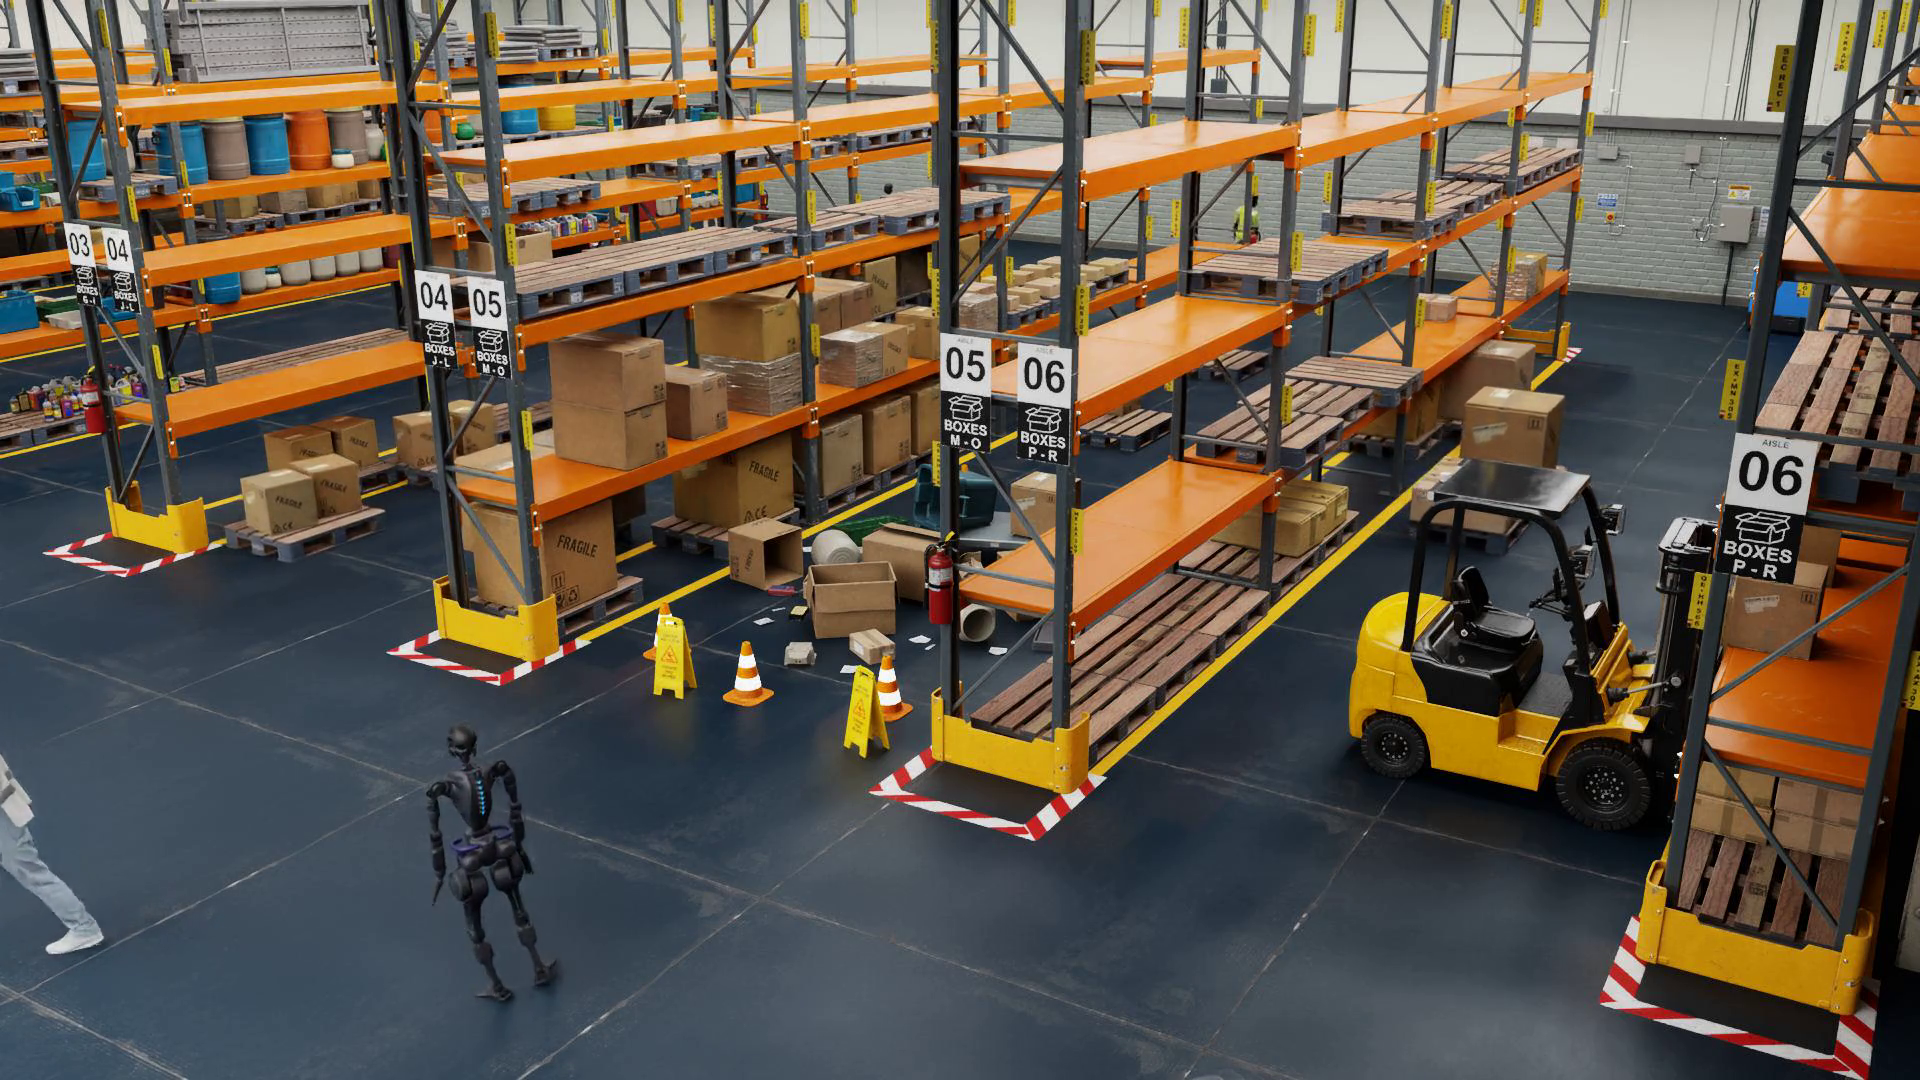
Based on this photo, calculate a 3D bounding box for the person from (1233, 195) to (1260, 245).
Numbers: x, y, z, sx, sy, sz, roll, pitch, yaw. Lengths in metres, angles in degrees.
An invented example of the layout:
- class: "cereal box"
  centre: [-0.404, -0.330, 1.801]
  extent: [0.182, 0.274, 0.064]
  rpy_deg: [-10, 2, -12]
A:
- class: "person"
  centre: [5.226, -5.545, 30.537]
  extent: [0.362, 1.660, 0.634]
  rpy_deg: [-14, 23, -34]

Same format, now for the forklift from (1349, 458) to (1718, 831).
- class: "forklift"
  centre: [3.988, 0.658, 11.776]
  extent: [2.313, 2.155, 1.214]
  rpy_deg: [11, 22, 29]

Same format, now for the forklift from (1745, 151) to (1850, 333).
- class: "forklift"
  centre: [13.620, -4.667, 26.137]
  extent: [1.873, 2.768, 1.129]
  rpy_deg: [11, 22, 29]

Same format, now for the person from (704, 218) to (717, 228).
- class: "person"
  centre: [-5.238, -7.062, 34.863]
  extent: [0.490, 1.688, 0.348]
  rpy_deg: [-6, 20, -17]

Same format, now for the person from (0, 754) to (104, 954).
- class: "person"
  centre: [-5.548, 1.650, 9.446]
  extent: [1.057, 1.830, 0.596]
  rpy_deg: [-12, 22, -31]

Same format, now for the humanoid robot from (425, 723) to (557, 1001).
- class: "humanoid robot"
  centre: [-2.628, 1.791, 9.301]
  extent: [0.656, 1.638, 0.394]
  rpy_deg: [-17, 25, -40]

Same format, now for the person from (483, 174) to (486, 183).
- class: "person"
  centre: [-10.392, -7.726, 36.606]
  extent: [0.328, 1.800, 0.537]
  rpy_deg: [7, 20, 20]

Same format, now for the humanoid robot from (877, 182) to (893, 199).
- class: "humanoid robot"
  centre: [-1.371, -5.988, 31.776]
  extent: [0.613, 1.648, 0.412]
  rpy_deg: [-10, 21, -26]
